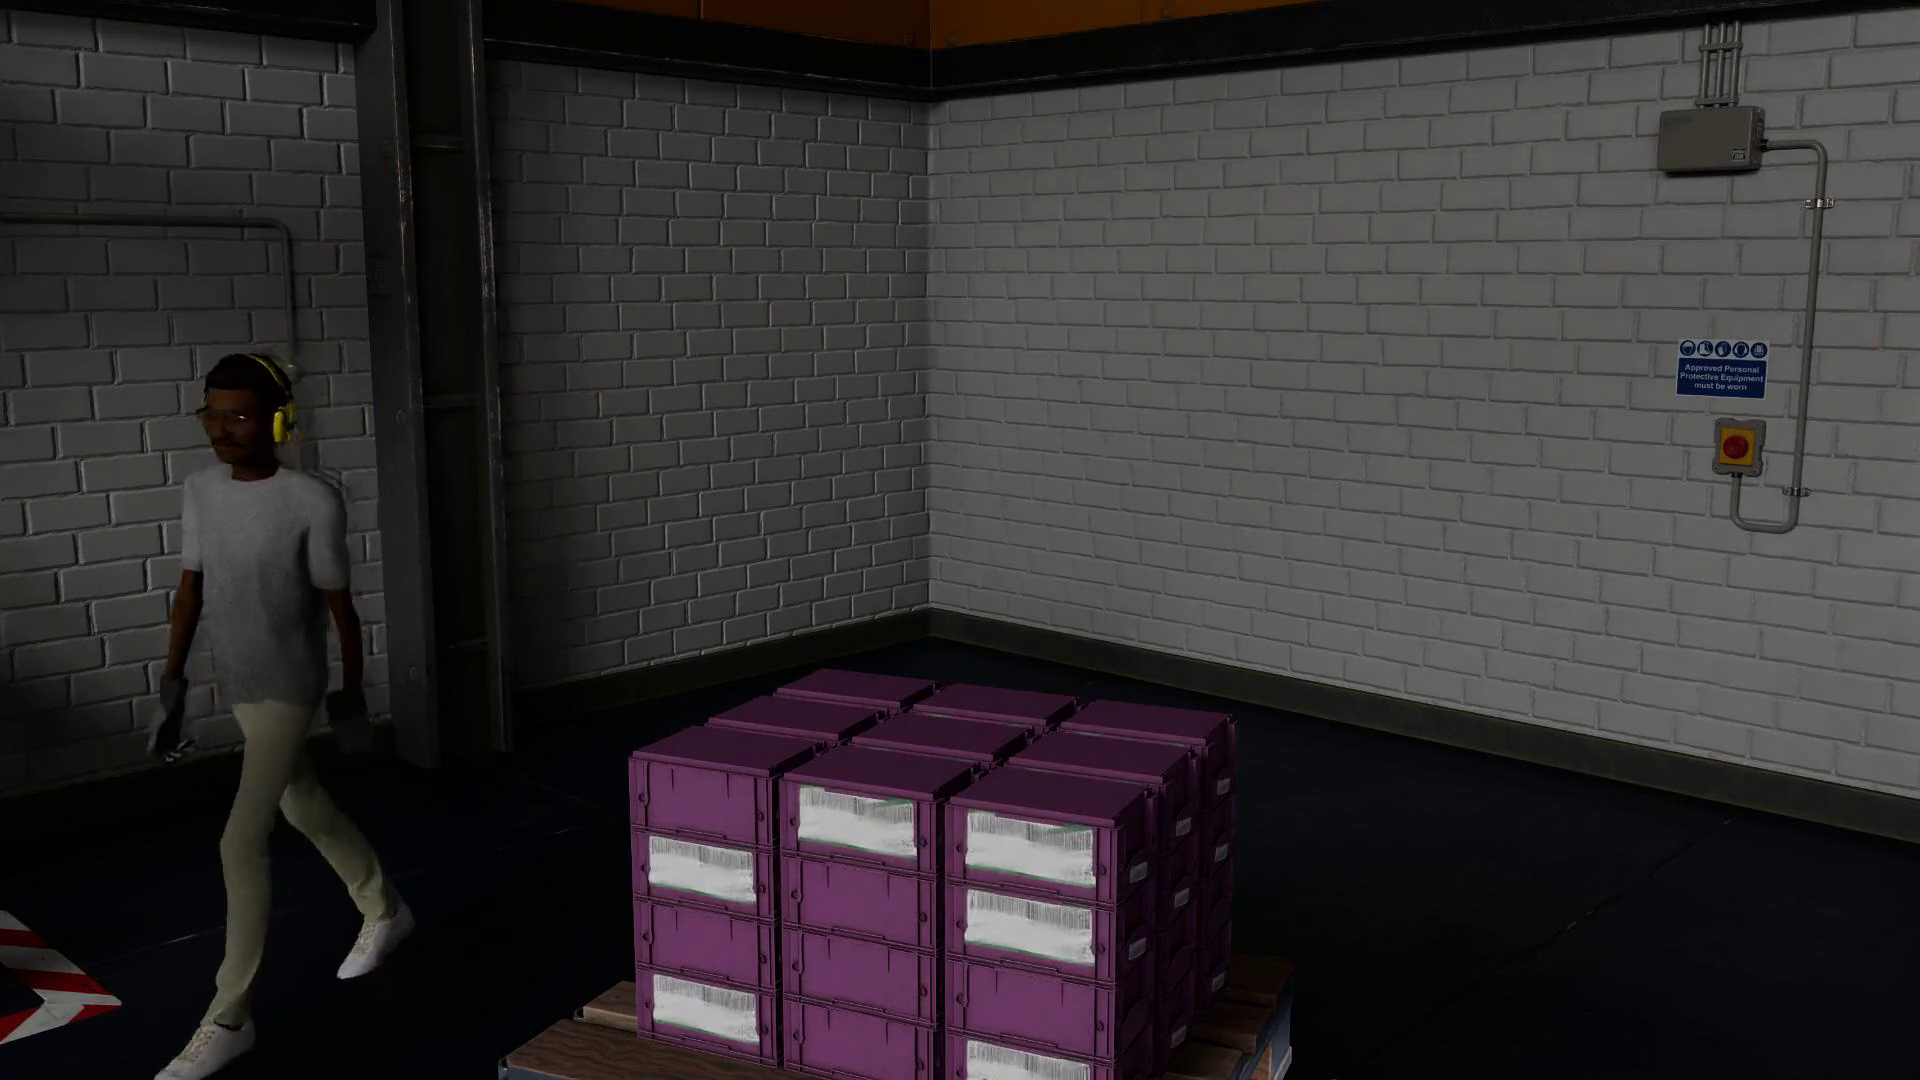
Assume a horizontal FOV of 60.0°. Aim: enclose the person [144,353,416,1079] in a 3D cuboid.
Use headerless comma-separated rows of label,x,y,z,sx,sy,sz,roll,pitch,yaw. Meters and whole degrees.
person,-1.806,0.406,4.444,0.516,1.821,0.970,5,10,27
